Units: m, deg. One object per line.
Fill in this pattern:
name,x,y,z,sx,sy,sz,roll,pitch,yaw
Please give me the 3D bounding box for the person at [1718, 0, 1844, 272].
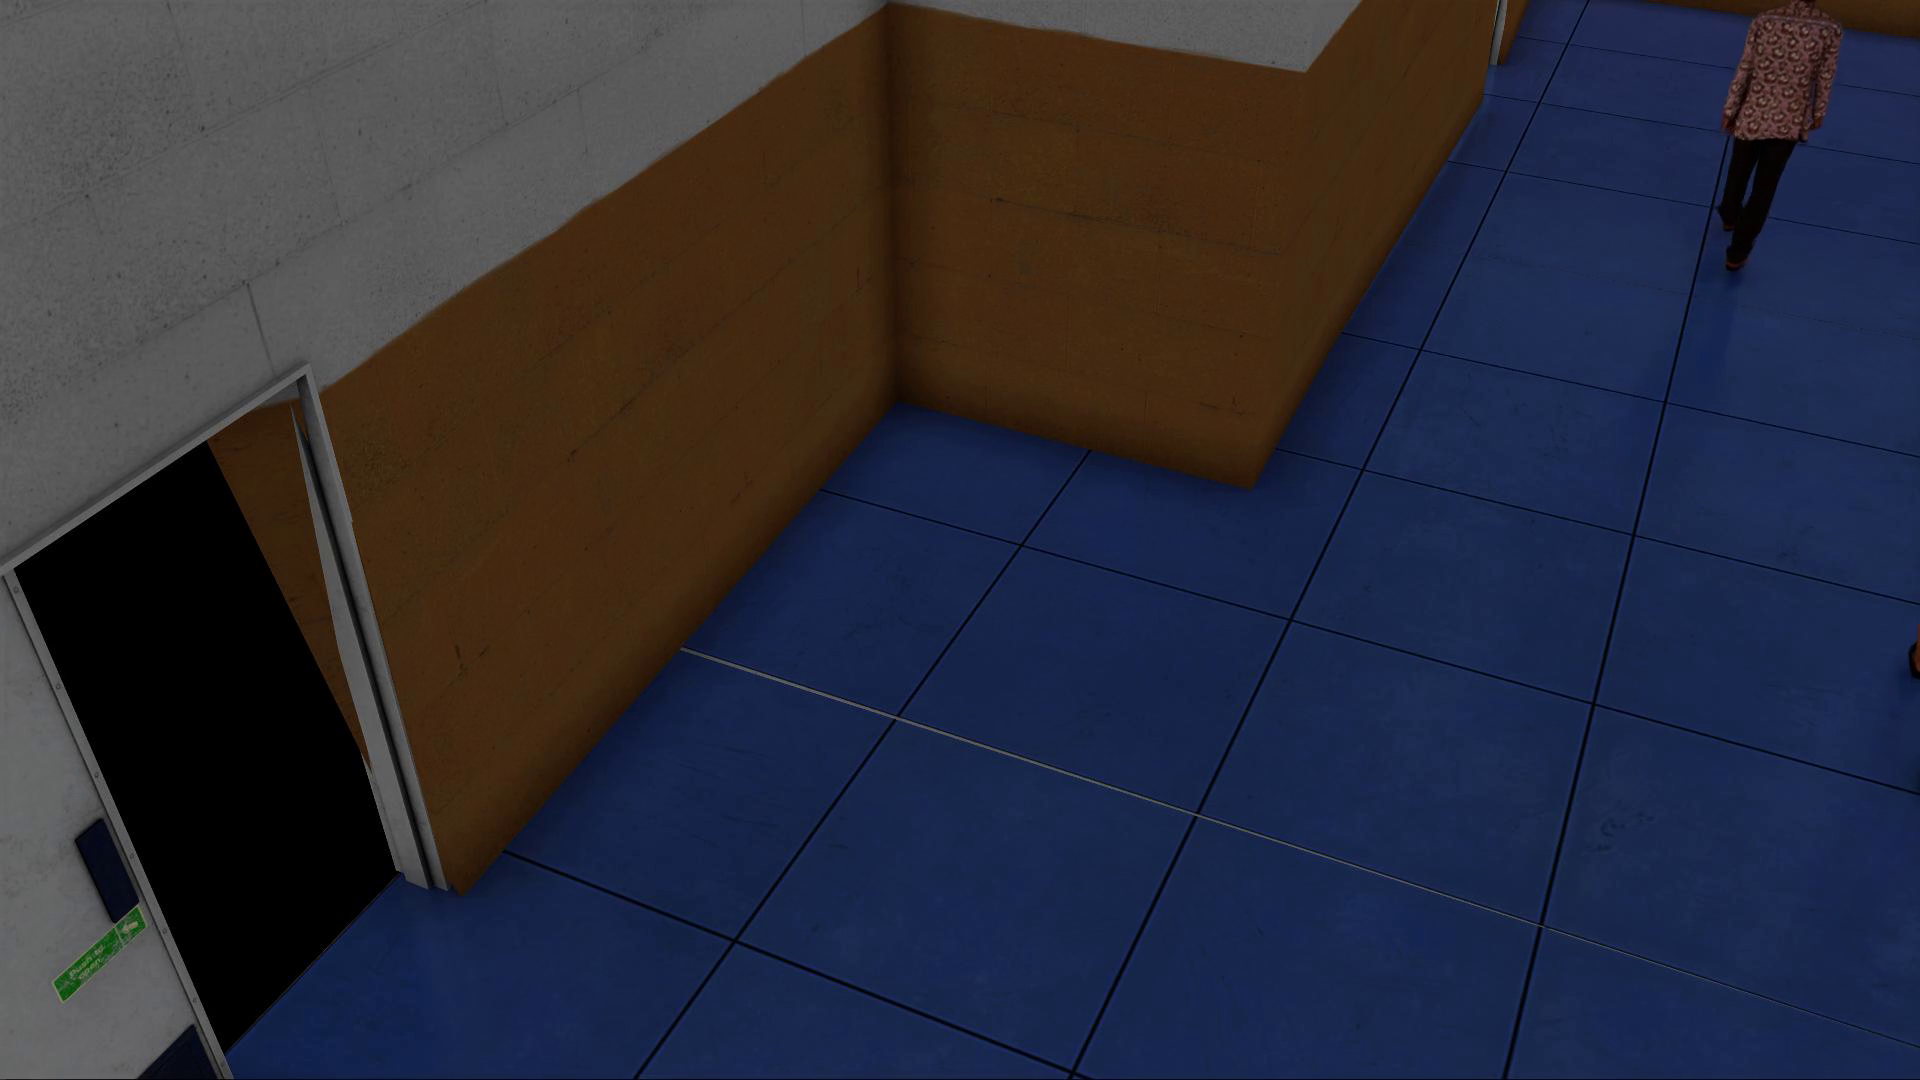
person,4.799,-2.449,9.851,1.156,1.762,0.873,22,42,27
